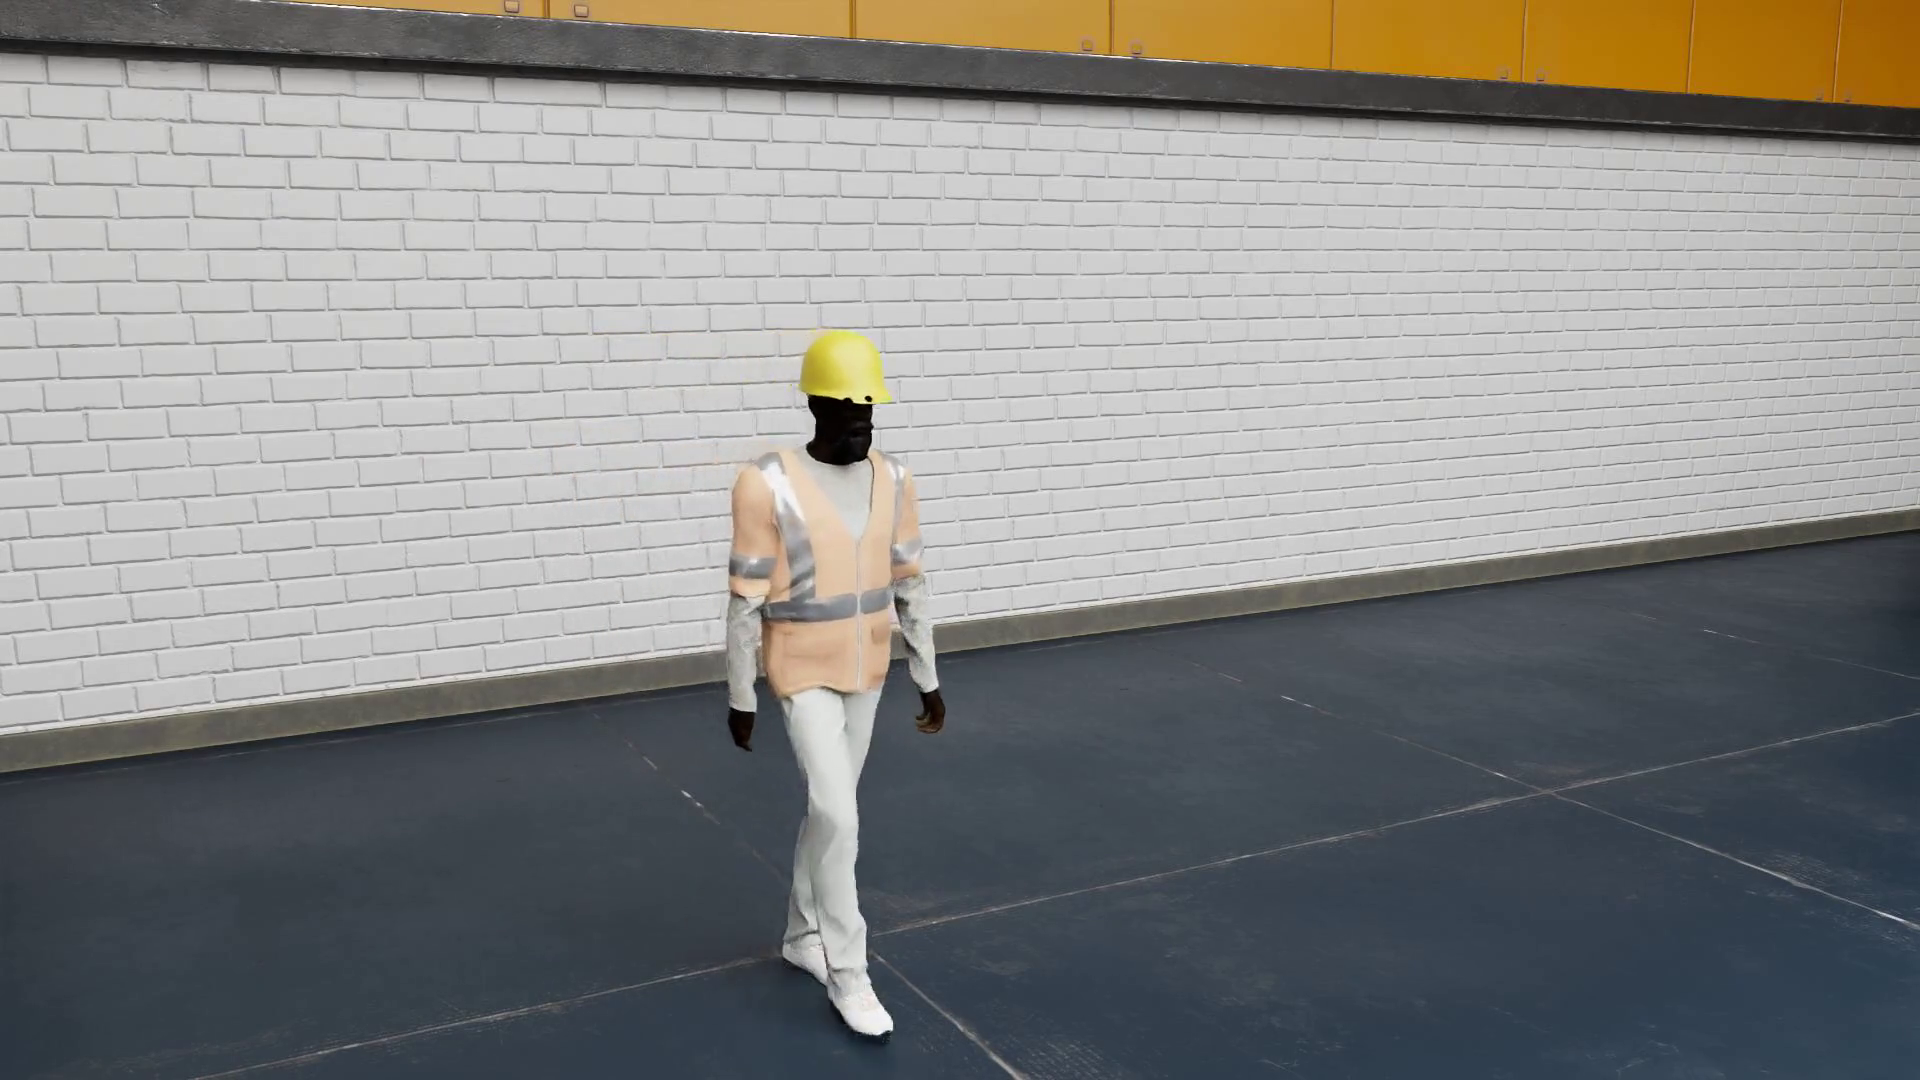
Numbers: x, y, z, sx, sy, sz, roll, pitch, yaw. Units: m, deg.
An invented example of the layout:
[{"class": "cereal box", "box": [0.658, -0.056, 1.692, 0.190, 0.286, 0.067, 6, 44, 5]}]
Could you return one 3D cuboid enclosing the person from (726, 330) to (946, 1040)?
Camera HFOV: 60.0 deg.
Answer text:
[{"class": "person", "box": [-0.286, 0.386, 4.588, 0.600, 1.899, 0.776, -9, 13, -42]}]
